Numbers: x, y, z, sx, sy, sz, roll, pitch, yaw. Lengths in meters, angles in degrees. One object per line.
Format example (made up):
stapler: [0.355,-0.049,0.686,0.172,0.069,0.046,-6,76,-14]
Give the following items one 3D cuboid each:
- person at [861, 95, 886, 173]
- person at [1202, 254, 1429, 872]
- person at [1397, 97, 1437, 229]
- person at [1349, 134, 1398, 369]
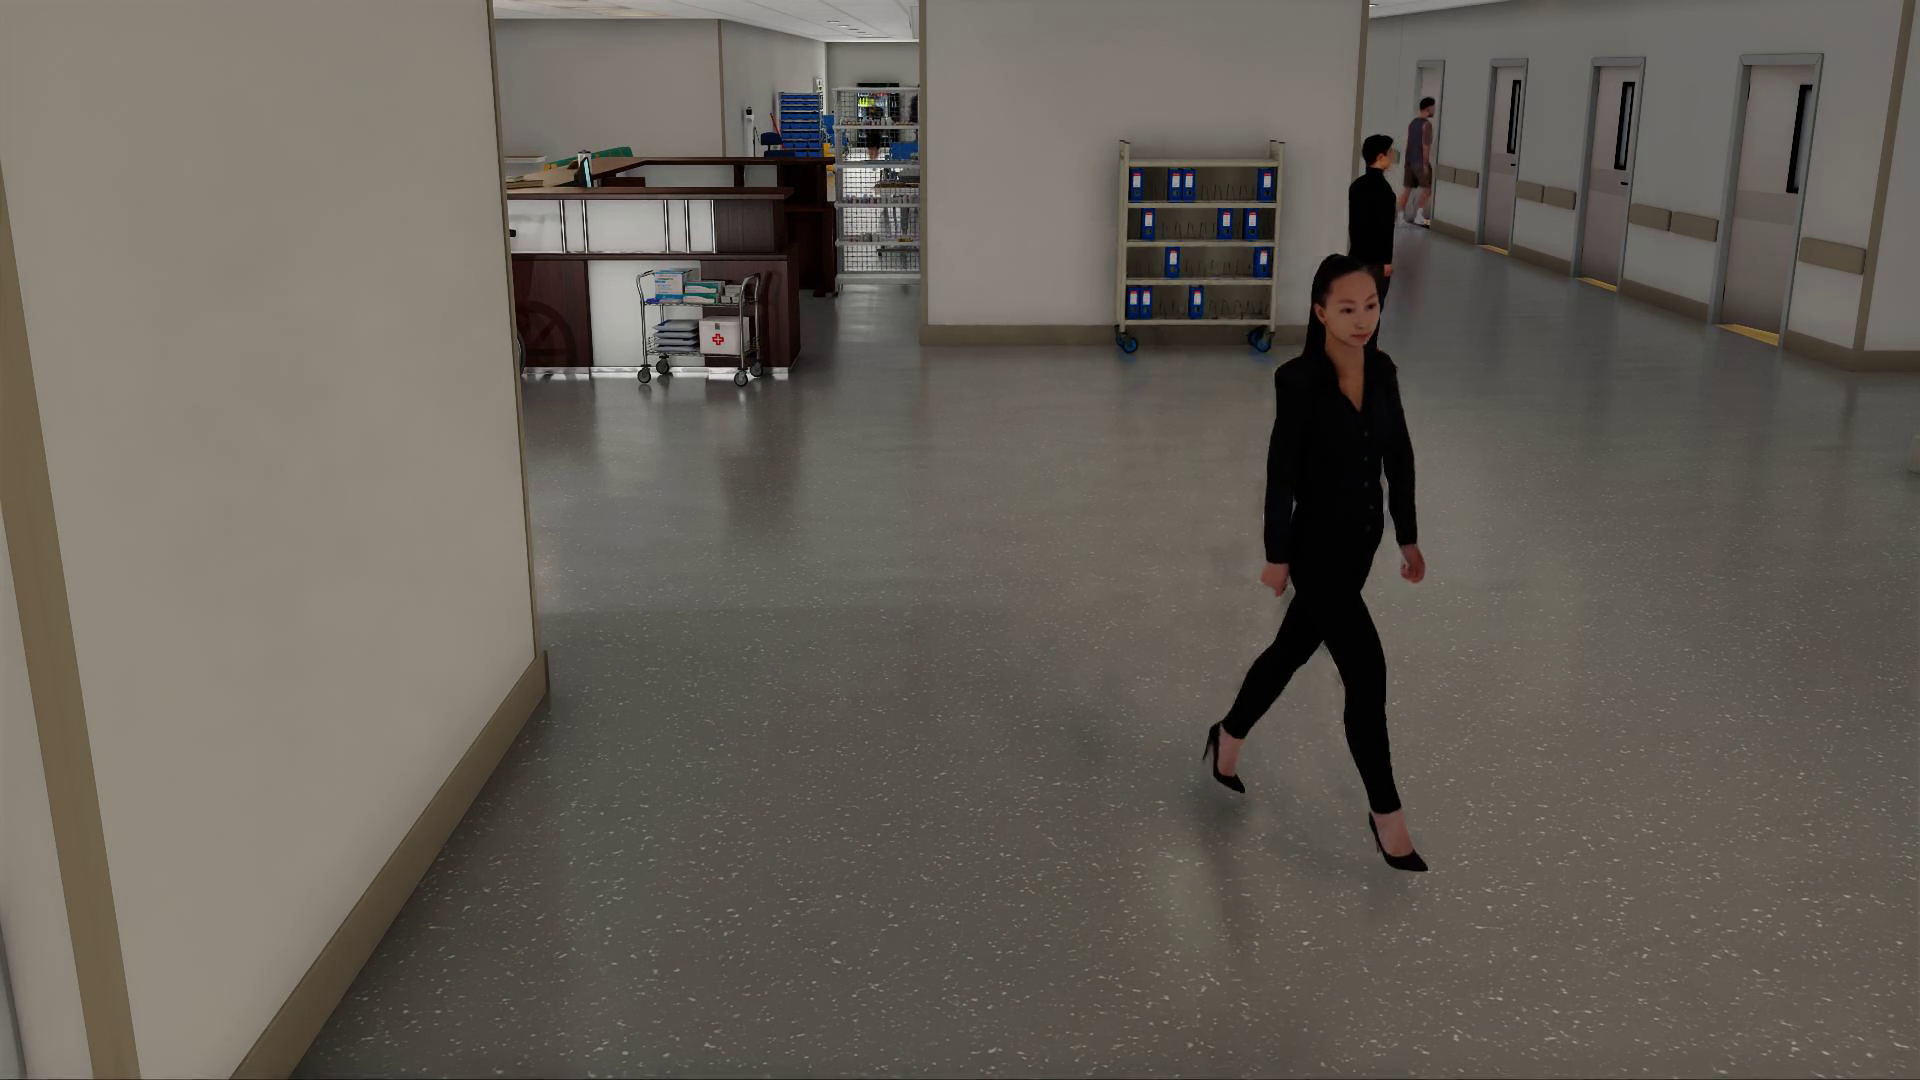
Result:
person: [-1.887,-8.883,36.409,0.794,1.662,0.809,-2,16,-7]
person: [0.982,0.063,4.684,1.057,1.659,1.050,-12,20,-36]
person: [6.441,-5.325,23.568,0.940,1.814,0.916,-9,18,-28]
person: [3.048,-2.128,12.339,0.660,1.724,0.712,-5,17,-18]
